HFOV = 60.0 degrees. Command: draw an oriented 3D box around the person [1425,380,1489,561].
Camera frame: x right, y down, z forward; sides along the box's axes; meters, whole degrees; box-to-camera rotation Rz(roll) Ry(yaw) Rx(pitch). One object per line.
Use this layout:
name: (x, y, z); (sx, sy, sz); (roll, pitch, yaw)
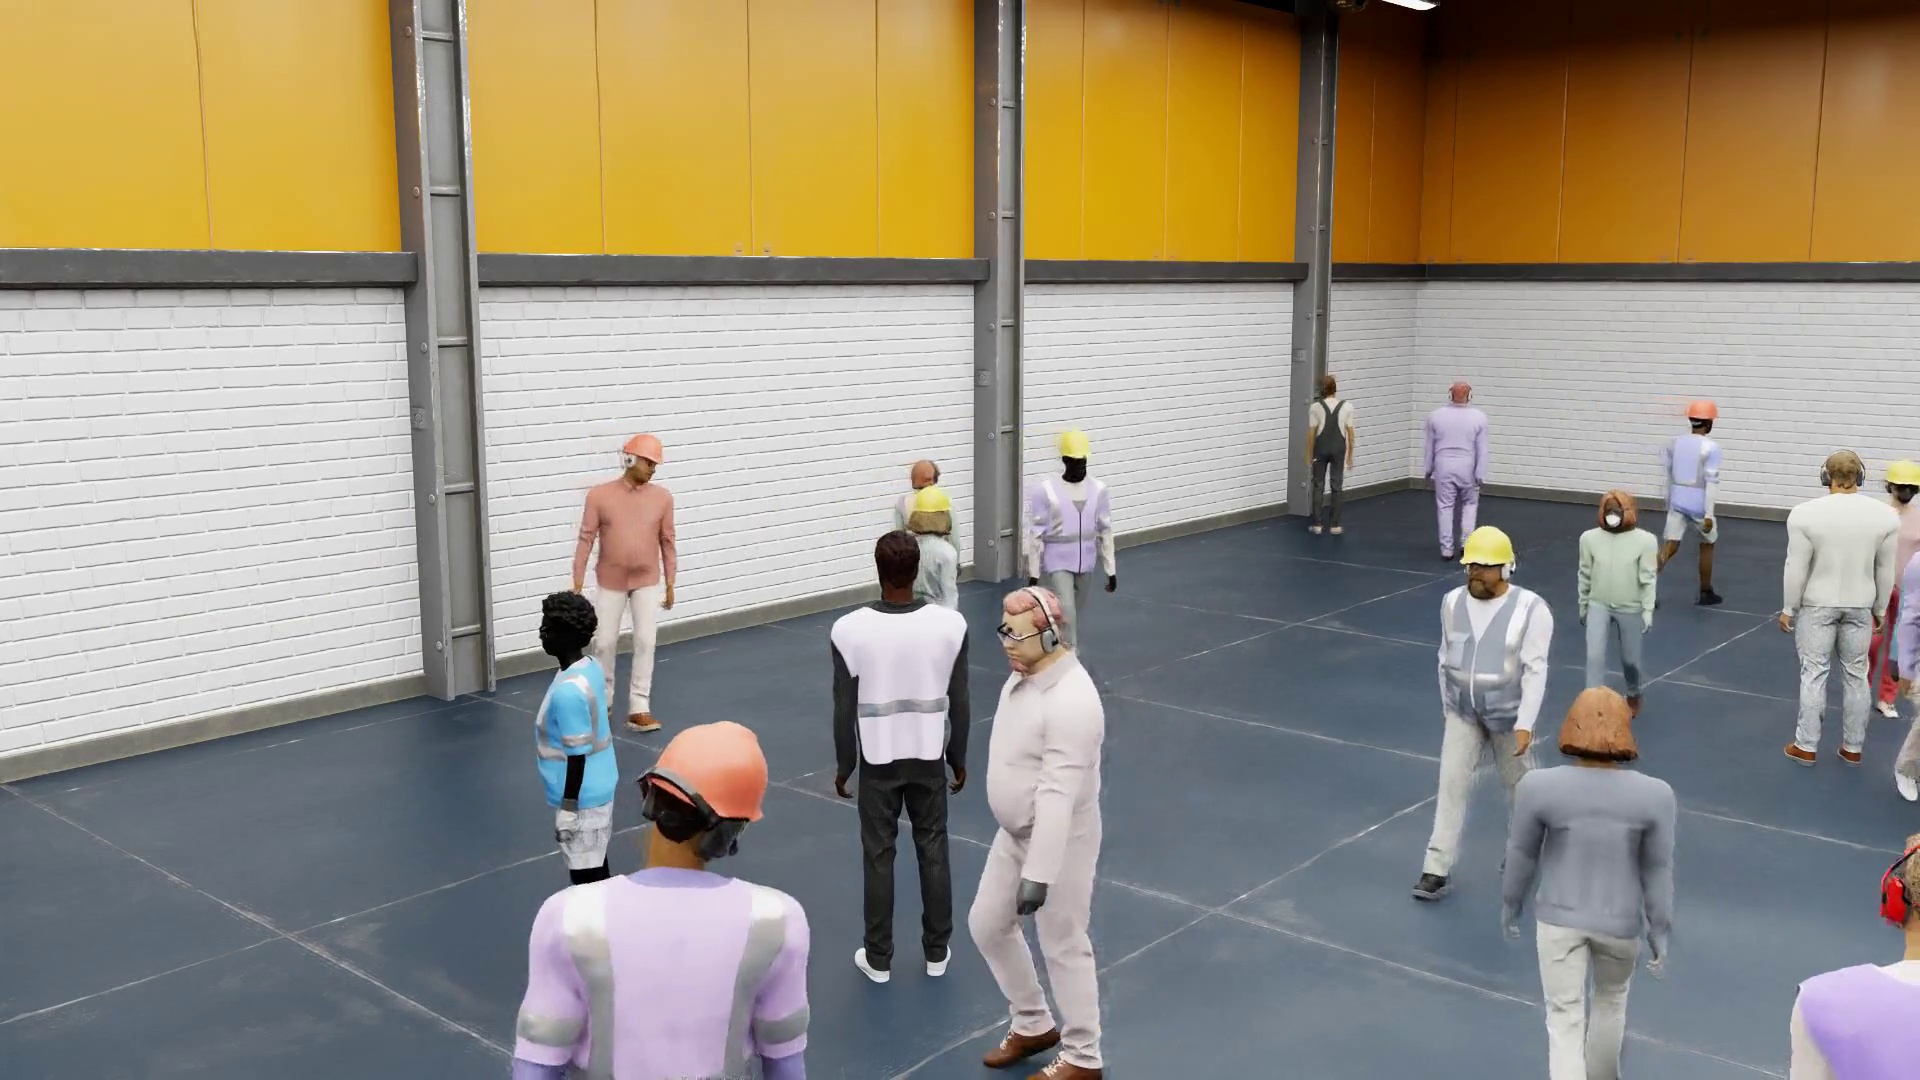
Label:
person: (5.191, -0.729, 17.410); (0.650, 1.888, 0.585); (4, 10, 23)

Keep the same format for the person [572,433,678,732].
person: (-2.204, 0.286, 10.944); (0.726, 1.954, 0.538); (-3, 10, -18)

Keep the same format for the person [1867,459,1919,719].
person: (6.264, 0.329, 11.158); (0.545, 1.754, 0.364); (2, 9, 12)

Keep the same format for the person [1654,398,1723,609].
person: (6.475, -0.317, 14.827); (0.975, 1.901, 0.552); (-5, 11, -30)

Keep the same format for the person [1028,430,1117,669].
person: (0.842, 0.197, 11.561); (0.612, 1.893, 0.871); (-5, 10, -26)

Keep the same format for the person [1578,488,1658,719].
person: (4.313, 0.446, 10.918); (0.501, 1.606, 0.712); (5, 11, 31)

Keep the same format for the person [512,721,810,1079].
person: (-0.646, 1.415, 3.651); (0.684, 1.993, 0.657); (-2, 9, -15)

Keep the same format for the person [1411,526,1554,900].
person: (2.560, 0.816, 8.055); (0.595, 1.788, 0.923); (8, 12, 41)

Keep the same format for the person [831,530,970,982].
person: (-0.247, 0.913, 7.003); (0.593, 1.921, 0.391); (-2, 9, -12)

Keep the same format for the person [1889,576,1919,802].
person: (5.507, 0.695, 9.308); (0.511, 1.621, 0.415); (0, 9, -2)

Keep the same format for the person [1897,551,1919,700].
person: (5.243, 0.666, 8.670); (0.629, 1.897, 1.013); (7, 12, 38)

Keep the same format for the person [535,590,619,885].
person: (-1.576, 1.047, 6.858); (0.322, 1.697, 0.530); (-1, 9, -5)

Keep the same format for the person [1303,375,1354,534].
person: (4.236, -0.962, 19.102); (0.562, 1.824, 0.395); (1, 9, 6)

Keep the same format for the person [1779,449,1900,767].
person: (5.292, 0.419, 10.066); (0.627, 1.934, 0.372); (1, 9, 9)

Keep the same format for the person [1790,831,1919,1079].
person: (2.018, 1.525, 3.494); (0.573, 1.819, 0.506); (2, 9, 12)

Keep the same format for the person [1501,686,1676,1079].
person: (2.120, 1.277, 5.672); (0.521, 1.603, 0.731); (2, 9, 14)

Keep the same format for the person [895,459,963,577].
person: (-0.289, 0.189, 12.552); (0.500, 1.594, 0.846); (5, 10, 30)

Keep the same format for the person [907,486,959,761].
person: (-0.173, 0.530, 9.999); (0.500, 1.725, 0.357); (8, 12, 41)

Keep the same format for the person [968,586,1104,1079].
person: (0.280, 1.091, 6.025); (0.542, 1.879, 0.668); (-3, 10, -19)
